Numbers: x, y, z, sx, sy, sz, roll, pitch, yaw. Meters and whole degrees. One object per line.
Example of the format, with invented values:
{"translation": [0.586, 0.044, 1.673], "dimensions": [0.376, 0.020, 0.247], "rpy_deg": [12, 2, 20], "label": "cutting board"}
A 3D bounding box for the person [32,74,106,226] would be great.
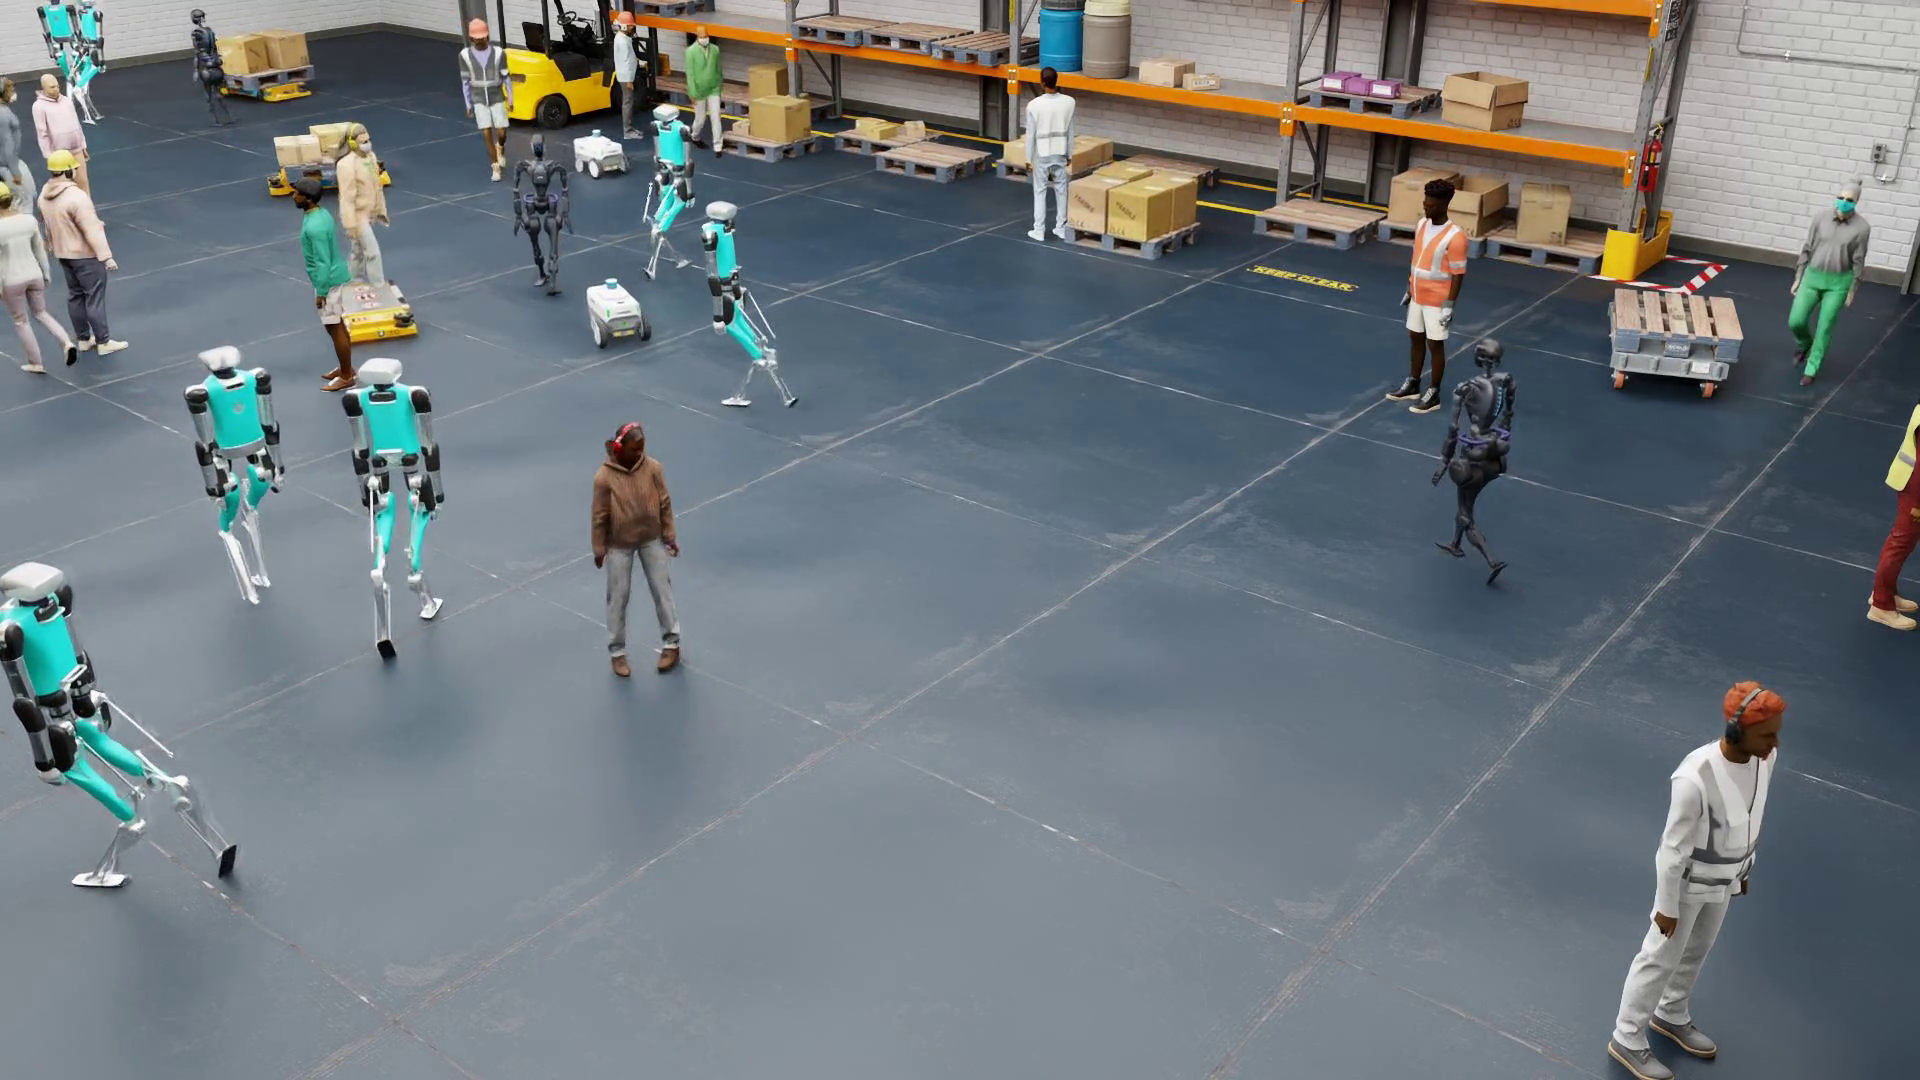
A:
{"translation": [-10.239, -4.420, 18.997], "dimensions": [0.417, 1.774, 0.536], "rpy_deg": [14, 29, 27], "label": "person"}

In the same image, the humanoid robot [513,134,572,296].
{"translation": [-4.239, -3.296, 16.827], "dimensions": [0.592, 1.624, 0.741], "rpy_deg": [-8, 27, -15], "label": "humanoid robot"}

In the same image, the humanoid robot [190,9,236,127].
{"translation": [-10.906, -6.852, 24.149], "dimensions": [0.365, 1.646, 0.600], "rpy_deg": [4, 26, 8], "label": "humanoid robot"}

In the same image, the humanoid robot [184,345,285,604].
{"translation": [-4.739, -0.448, 10.819], "dimensions": [0.711, 1.793, 0.544], "rpy_deg": [22, 34, 38], "label": "humanoid robot"}

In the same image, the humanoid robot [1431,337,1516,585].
{"translation": [3.521, -0.541, 11.126], "dimensions": [0.589, 1.639, 0.754], "rpy_deg": [-13, 29, -25], "label": "humanoid robot"}

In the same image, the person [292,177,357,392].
{"translation": [-5.449, -2.205, 14.316], "dimensions": [0.397, 1.854, 0.494], "rpy_deg": [-6, 27, -13], "label": "person"}

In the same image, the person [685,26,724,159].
{"translation": [-3.456, -6.071, 22.452], "dimensions": [0.545, 1.746, 0.698], "rpy_deg": [-11, 28, -21], "label": "person"}

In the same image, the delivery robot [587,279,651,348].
{"translation": [-3.261, -2.151, 15.714], "dimensions": [0.499, 0.610, 0.811], "rpy_deg": [-12, 28, -24], "label": "delivery robot"}

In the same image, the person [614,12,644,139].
{"translation": [-4.669, -6.542, 23.429], "dimensions": [0.351, 1.739, 0.572], "rpy_deg": [-6, 26, -12], "label": "person"}

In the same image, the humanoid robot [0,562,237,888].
{"translation": [-3.971, 0.949, 7.959], "dimensions": [0.885, 1.814, 0.545], "rpy_deg": [1, 26, 2], "label": "humanoid robot"}

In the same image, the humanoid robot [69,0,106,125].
{"translation": [-12.886, -6.994, 24.375], "dimensions": [0.589, 1.777, 0.872], "rpy_deg": [18, 31, 33], "label": "humanoid robot"}

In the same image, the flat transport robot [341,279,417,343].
{"translation": [-5.762, -2.249, 16.228], "dimensions": [0.659, 0.231, 1.431], "rpy_deg": [-12, 28, -23], "label": "flat transport robot"}

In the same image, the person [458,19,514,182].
{"translation": [-6.010, -5.619, 21.199], "dimensions": [0.609, 2.020, 0.604], "rpy_deg": [-5, 26, -11], "label": "person"}

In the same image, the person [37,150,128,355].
{"translation": [-8.035, -2.605, 15.144], "dimensions": [0.793, 1.859, 0.429], "rpy_deg": [14, 29, 27], "label": "person"}

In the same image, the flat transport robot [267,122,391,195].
{"translation": [-8.011, -4.597, 21.090], "dimensions": [1.431, 0.231, 0.659], "rpy_deg": [-11, 28, -21], "label": "flat transport robot"}

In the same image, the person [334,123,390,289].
{"translation": [-5.870, -3.179, 16.367], "dimensions": [0.684, 1.837, 0.571], "rpy_deg": [3, 26, 7], "label": "person"}

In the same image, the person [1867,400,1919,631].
{"translation": [6.038, -0.307, 10.482], "dimensions": [0.378, 1.769, 0.468], "rpy_deg": [15, 29, 28], "label": "person"}

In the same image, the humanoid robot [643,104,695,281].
{"translation": [-3.163, -3.586, 17.363], "dimensions": [0.532, 1.808, 0.921], "rpy_deg": [16, 30, 30], "label": "humanoid robot"}

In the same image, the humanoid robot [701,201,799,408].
{"translation": [-1.688, -1.879, 13.856], "dimensions": [0.835, 1.856, 0.554], "rpy_deg": [5, 26, 10], "label": "humanoid robot"}

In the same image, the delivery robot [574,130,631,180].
{"translation": [-4.686, -5.009, 21.638], "dimensions": [0.499, 0.614, 0.811], "rpy_deg": [-23, 34, -39], "label": "delivery robot"}

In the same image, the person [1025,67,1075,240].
{"translation": [1.001, -4.310, 18.616], "dimensions": [0.589, 1.911, 0.391], "rpy_deg": [-9, 27, -18], "label": "person"}

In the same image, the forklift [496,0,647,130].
{"translation": [-5.874, -7.334, 24.552], "dimensions": [1.214, 2.155, 2.313], "rpy_deg": [19, 32, 34], "label": "forklift"}

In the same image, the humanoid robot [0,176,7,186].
{"translation": [-11.571, -4.693, 19.693], "dimensions": [0.382, 1.653, 0.611], "rpy_deg": [5, 26, 11], "label": "humanoid robot"}

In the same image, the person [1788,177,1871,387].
{"translation": [7.537, -2.257, 14.448], "dimensions": [0.534, 1.829, 0.476], "rpy_deg": [19, 32, 34], "label": "person"}

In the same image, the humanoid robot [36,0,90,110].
{"translation": [-13.453, -7.368, 25.146], "dimensions": [0.544, 1.801, 0.723], "rpy_deg": [-5, 26, -11], "label": "humanoid robot"}

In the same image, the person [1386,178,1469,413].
{"translation": [3.906, -2.031, 13.828], "dimensions": [0.362, 1.963, 0.611], "rpy_deg": [-10, 28, -20], "label": "person"}

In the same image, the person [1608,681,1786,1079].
{"translation": [3.044, 1.398, 6.835], "dimensions": [0.570, 1.877, 0.349], "rpy_deg": [-17, 30, -30], "label": "person"}

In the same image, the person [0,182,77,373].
{"translation": [-8.215, -2.284, 14.606], "dimensions": [0.506, 1.751, 0.528], "rpy_deg": [13, 29, 25], "label": "person"}

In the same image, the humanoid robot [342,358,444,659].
{"translation": [-3.502, -0.140, 10.209], "dimensions": [0.549, 1.788, 0.941], "rpy_deg": [-1, 26, -2], "label": "humanoid robot"}

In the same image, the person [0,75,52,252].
{"translation": [-10.399, -4.069, 18.111], "dimensions": [0.573, 1.914, 0.688], "rpy_deg": [-10, 28, -20], "label": "person"}

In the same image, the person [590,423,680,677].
{"translation": [-1.946, 0.035, 9.930], "dimensions": [0.509, 1.630, 0.399], "rpy_deg": [-12, 28, -23], "label": "person"}

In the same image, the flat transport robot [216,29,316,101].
{"translation": [-11.047, -7.173, 26.426], "dimensions": [1.431, 0.231, 0.659], "rpy_deg": [16, 30, 30], "label": "flat transport robot"}
